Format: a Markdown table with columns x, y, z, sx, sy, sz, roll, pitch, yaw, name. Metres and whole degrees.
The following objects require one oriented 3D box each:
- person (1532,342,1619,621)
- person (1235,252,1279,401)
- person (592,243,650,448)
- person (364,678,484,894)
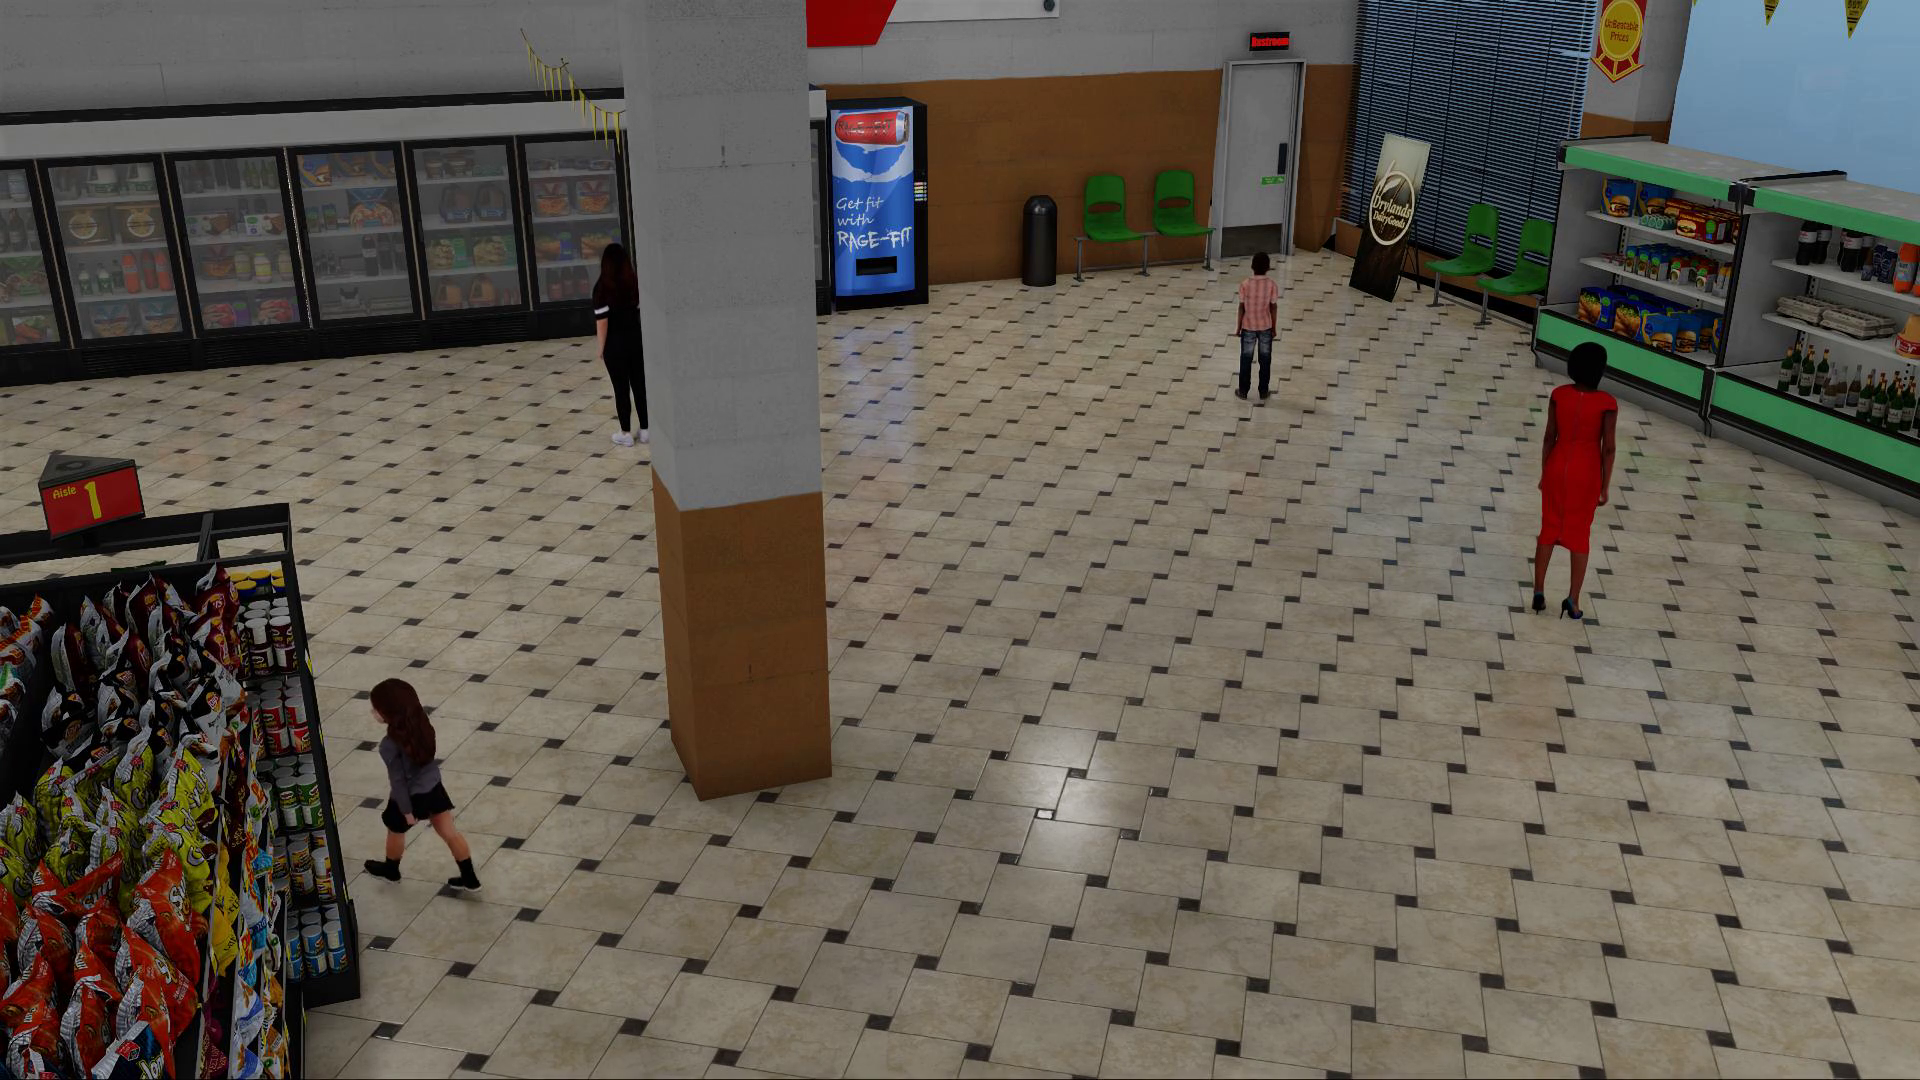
| x | y | z | sx | sy | sz | roll | pitch | yaw | name |
| --- | --- | --- | --- | --- | --- | --- | --- | --- | --- |
| 3.730 | -0.356 | 10.140 | 0.610 | 1.743 | 0.711 | 16 | 27 | 34 | person |
| 2.585 | -1.868 | 14.486 | 0.576 | 1.307 | 0.604 | 2 | 22 | 5 | person |
| -2.677 | -1.556 | 13.267 | 0.651 | 1.638 | 0.645 | -13 | 25 | -29 | person |
| -2.368 | 1.115 | 7.376 | 0.845 | 1.074 | 0.809 | 8 | 23 | 20 | person |
